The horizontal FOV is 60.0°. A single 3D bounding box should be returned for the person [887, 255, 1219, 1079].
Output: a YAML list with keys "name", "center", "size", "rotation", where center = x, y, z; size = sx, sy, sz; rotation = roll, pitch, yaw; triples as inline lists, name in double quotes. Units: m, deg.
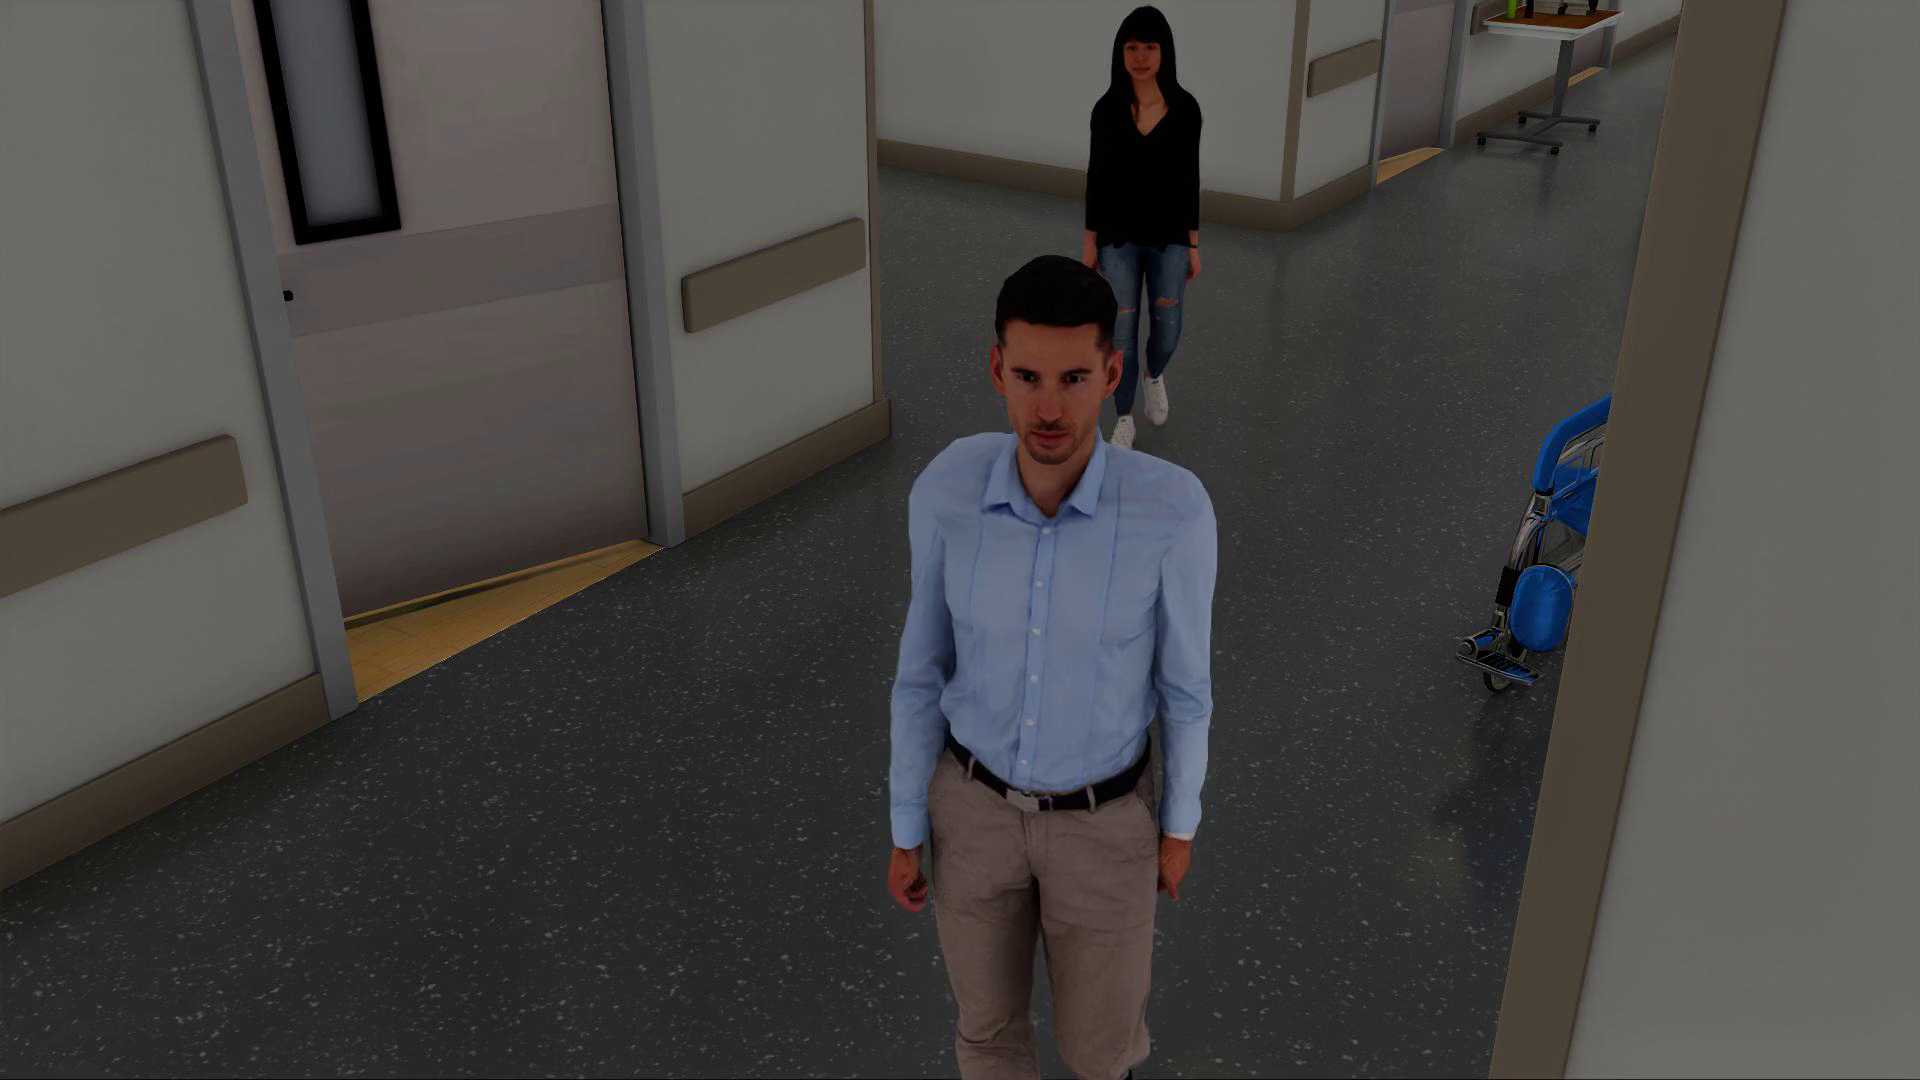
- name: "person"
  center: [0.152, 0.400, 2.739]
  size: [0.796, 1.838, 0.897]
  rotation: [7, 27, 14]

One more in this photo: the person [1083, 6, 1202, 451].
- name: "person"
  center: [0.686, -1.132, 6.147]
  size: [0.734, 1.636, 0.810]
  rotation: [4, 26, 7]
